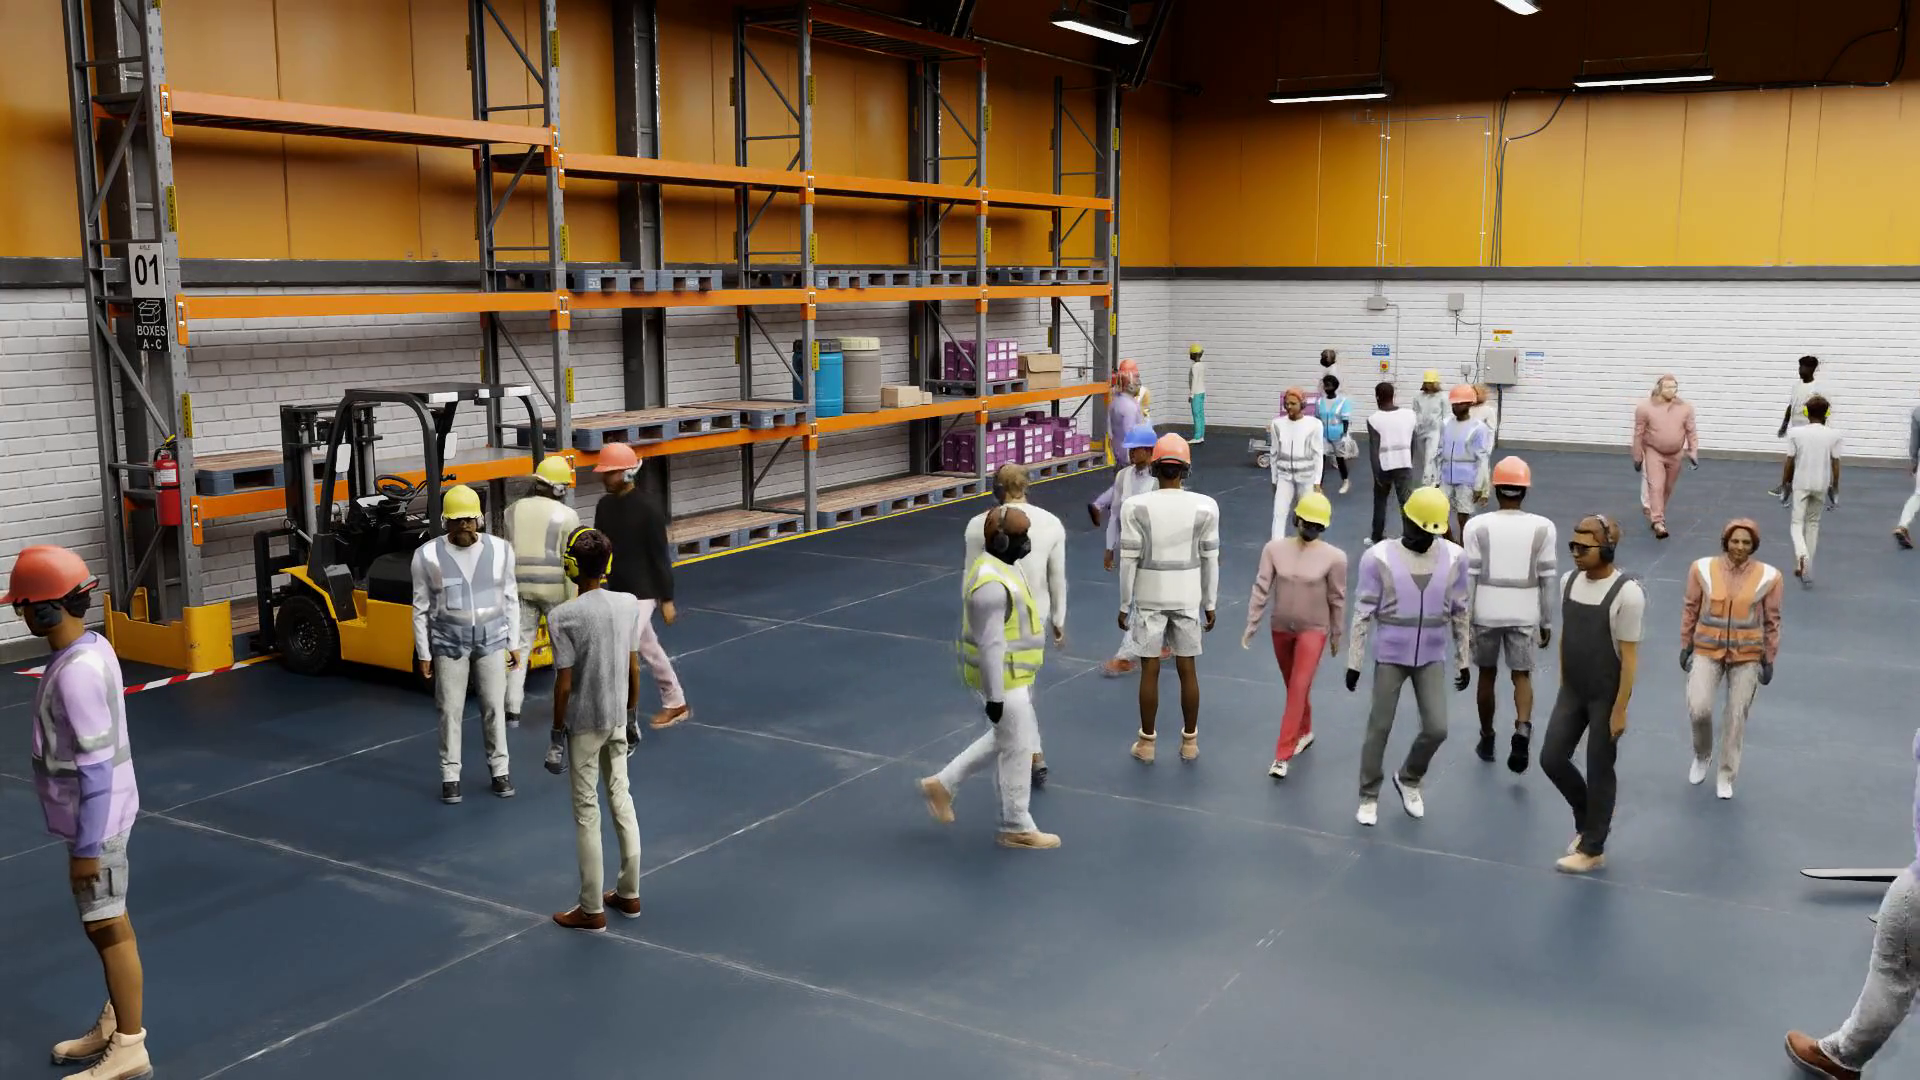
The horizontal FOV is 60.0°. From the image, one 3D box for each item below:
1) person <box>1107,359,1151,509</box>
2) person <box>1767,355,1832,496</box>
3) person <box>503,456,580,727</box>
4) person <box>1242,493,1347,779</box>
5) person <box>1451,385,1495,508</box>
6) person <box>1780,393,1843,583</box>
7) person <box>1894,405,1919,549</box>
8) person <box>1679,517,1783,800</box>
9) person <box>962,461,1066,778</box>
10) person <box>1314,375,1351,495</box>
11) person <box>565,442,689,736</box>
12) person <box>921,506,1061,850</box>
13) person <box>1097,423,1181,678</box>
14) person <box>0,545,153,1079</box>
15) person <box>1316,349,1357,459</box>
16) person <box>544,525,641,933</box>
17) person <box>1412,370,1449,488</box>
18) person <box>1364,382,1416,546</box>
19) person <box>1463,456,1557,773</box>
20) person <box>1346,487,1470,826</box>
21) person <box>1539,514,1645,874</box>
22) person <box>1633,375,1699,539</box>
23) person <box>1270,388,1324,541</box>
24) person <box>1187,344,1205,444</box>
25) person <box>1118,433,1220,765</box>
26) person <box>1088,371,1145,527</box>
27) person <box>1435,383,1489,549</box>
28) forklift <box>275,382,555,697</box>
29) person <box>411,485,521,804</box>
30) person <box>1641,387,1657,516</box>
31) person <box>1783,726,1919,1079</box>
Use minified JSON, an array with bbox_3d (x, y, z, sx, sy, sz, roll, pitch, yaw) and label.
[{"bbox_3d":[2.138,-1.337,21.151,0.548,1.934,0.375,2,9,15],"label":"person"},{"bbox_3d":[11.495,-1.551,22.560,1.007,1.923,0.606,-1,9,-5],"label":"person"},{"bbox_3d":[-2.818,0.345,11.146,0.613,1.794,0.664,3,10,18],"label":"person"},{"bbox_3d":[2.051,0.547,10.081,0.537,1.706,0.941,5,11,31],"label":"person"},{"bbox_3d":[6.624,-1.200,21.365,0.516,1.583,0.852,8,12,40],"label":"person"},{"bbox_3d":[8.262,-0.490,16.141,0.509,1.850,0.780,3,9,16],"label":"person"},{"bbox_3d":[10.627,-0.839,18.150,0.925,1.911,0.638,-5,11,-30],"label":"person"},{"bbox_3d":[4.395,0.674,9.515,0.524,1.626,0.368,4,10,26],"label":"person"},{"bbox_3d":[0.364,0.474,10.038,0.625,1.892,0.974,-4,10,-23],"label":"person"},{"bbox_3d":[5.026,-1.401,22.408,0.534,1.660,0.847,6,11,34],"label":"person"},{"bbox_3d":[-2.155,0.335,10.735,0.638,1.930,1.059,9,12,43],"label":"person"},{"bbox_3d":[0.164,0.716,8.701,0.679,1.821,0.635,1,9,5],"label":"person"},{"bbox_3d":[1.406,0.054,12.628,1.014,1.893,0.634,-7,11,-37],"label":"person"},{"bbox_3d":[-3.229,1.022,6.101,0.394,2.040,0.608,-5,10,-26],"label":"person"},{"bbox_3d":[6.012,-2.198,26.987,0.971,1.796,0.650,2,9,13],"label":"person"},{"bbox_3d":[-1.684,0.864,7.634,0.328,1.867,0.513,7,11,37],"label":"person"},{"bbox_3d":[6.424,-1.467,22.700,0.488,1.714,0.884,7,12,38],"label":"person"},{"bbox_3d":[4.647,-0.764,17.859,0.606,1.858,1.041,-1,9,-7],"label":"person"},{"bbox_3d":[3.300,0.457,10.036,0.550,1.918,0.749,2,9,11],"label":"person"},{"bbox_3d":[2.432,0.636,8.993,0.686,1.879,0.517,0,9,-2],"label":"person"},{"bbox_3d":[3.131,0.775,8.291,0.402,1.828,0.534,-5,10,-28],"label":"person"},{"bbox_3d":[8.080,-0.960,19.053,0.648,1.854,0.988,0,9,3],"label":"person"},{"bbox_3d":[3.367,-0.601,16.805,0.602,1.842,0.910,5,10,28],"label":"person"},{"bbox_3d":[4.176,-2.585,29.463,0.314,1.769,0.524,4,10,26],"label":"person"},{"bbox_3d":[1.270,0.363,10.205,0.615,2.041,0.376,0,9,-3],"label":"person"},{"bbox_3d":[1.890,-1.013,19.278,0.687,1.882,0.654,-2,9,-10],"label":"person"},{"bbox_3d":[4.945,-0.593,16.524,0.400,1.926,0.566,-7,12,-39],"label":"person"},{"bbox_3d":[-3.974,-0.067,12.417,2.313,2.155,1.214,5,11,30],"label":"forklift"},{"bbox_3d":[-2.803,0.590,9.479,0.595,1.826,0.403,-4,10,-25],"label":"person"},{"bbox_3d":[8.654,-1.105,20.698,0.506,1.622,0.374,1,9,7],"label":"person"},{"bbox_3d":[3.486,1.152,5.794,0.653,1.884,1.043,-5,10,-27],"label":"person"}]
